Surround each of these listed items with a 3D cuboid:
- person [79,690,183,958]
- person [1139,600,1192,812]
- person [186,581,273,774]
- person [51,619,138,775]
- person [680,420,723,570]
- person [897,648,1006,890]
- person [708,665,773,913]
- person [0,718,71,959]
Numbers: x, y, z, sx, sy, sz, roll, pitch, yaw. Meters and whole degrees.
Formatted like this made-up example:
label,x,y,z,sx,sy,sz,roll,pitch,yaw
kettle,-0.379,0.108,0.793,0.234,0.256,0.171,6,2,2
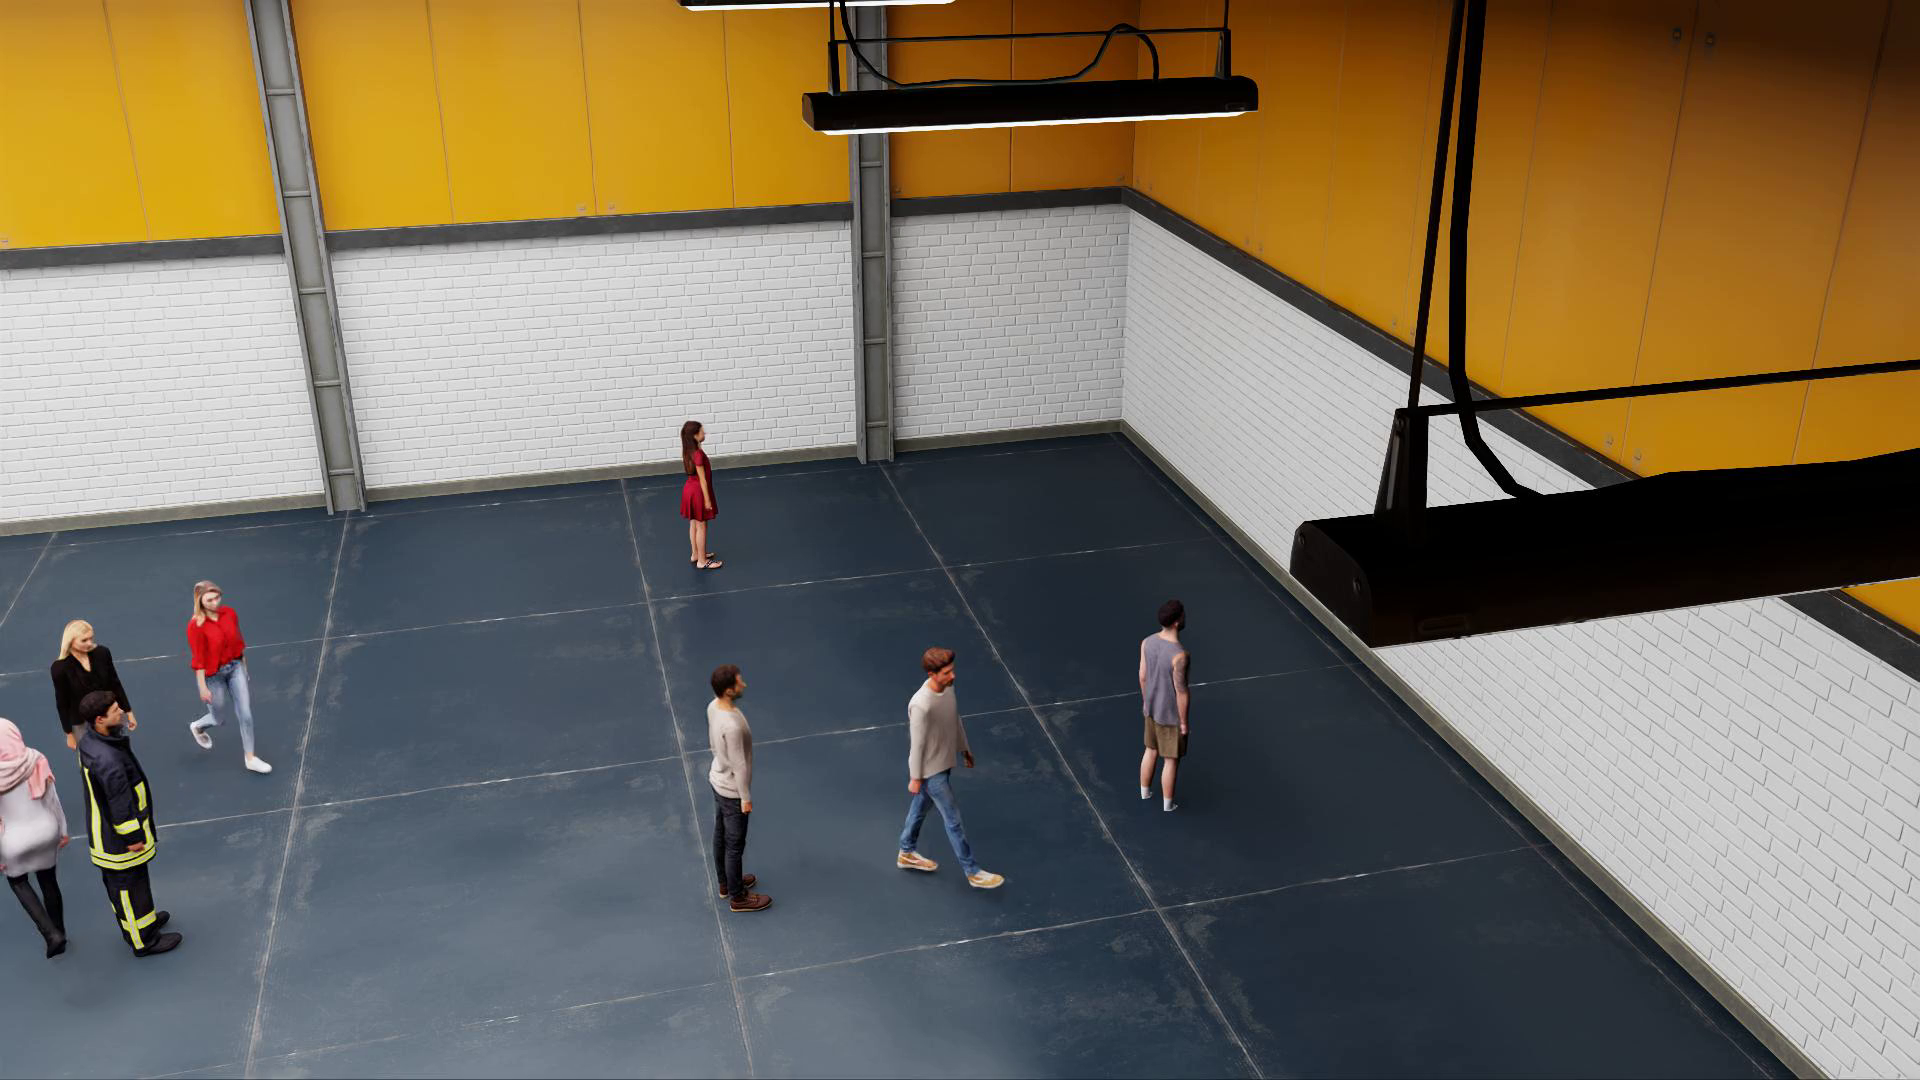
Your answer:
label,x,y,z,sx,sy,sz,roll,pitch,yaw
person,-5.580,1.859,11.012,0.810,1.927,0.864,-16,28,-32
person,1.564,1.296,12.706,0.715,1.847,0.714,-18,29,-35
person,-5.879,1.072,13.121,1.065,1.680,0.995,11,26,24
person,-6.391,1.381,12.242,1.015,1.818,0.980,15,28,31
person,-2.649,-0.473,16.818,0.657,1.551,0.594,-12,26,-25
person,-0.269,1.583,11.732,1.207,1.857,1.078,8,25,19
person,-1.581,1.695,11.465,0.623,1.865,0.705,-11,26,-24
person,-6.059,2.001,10.858,0.863,1.790,0.888,-19,30,-36
